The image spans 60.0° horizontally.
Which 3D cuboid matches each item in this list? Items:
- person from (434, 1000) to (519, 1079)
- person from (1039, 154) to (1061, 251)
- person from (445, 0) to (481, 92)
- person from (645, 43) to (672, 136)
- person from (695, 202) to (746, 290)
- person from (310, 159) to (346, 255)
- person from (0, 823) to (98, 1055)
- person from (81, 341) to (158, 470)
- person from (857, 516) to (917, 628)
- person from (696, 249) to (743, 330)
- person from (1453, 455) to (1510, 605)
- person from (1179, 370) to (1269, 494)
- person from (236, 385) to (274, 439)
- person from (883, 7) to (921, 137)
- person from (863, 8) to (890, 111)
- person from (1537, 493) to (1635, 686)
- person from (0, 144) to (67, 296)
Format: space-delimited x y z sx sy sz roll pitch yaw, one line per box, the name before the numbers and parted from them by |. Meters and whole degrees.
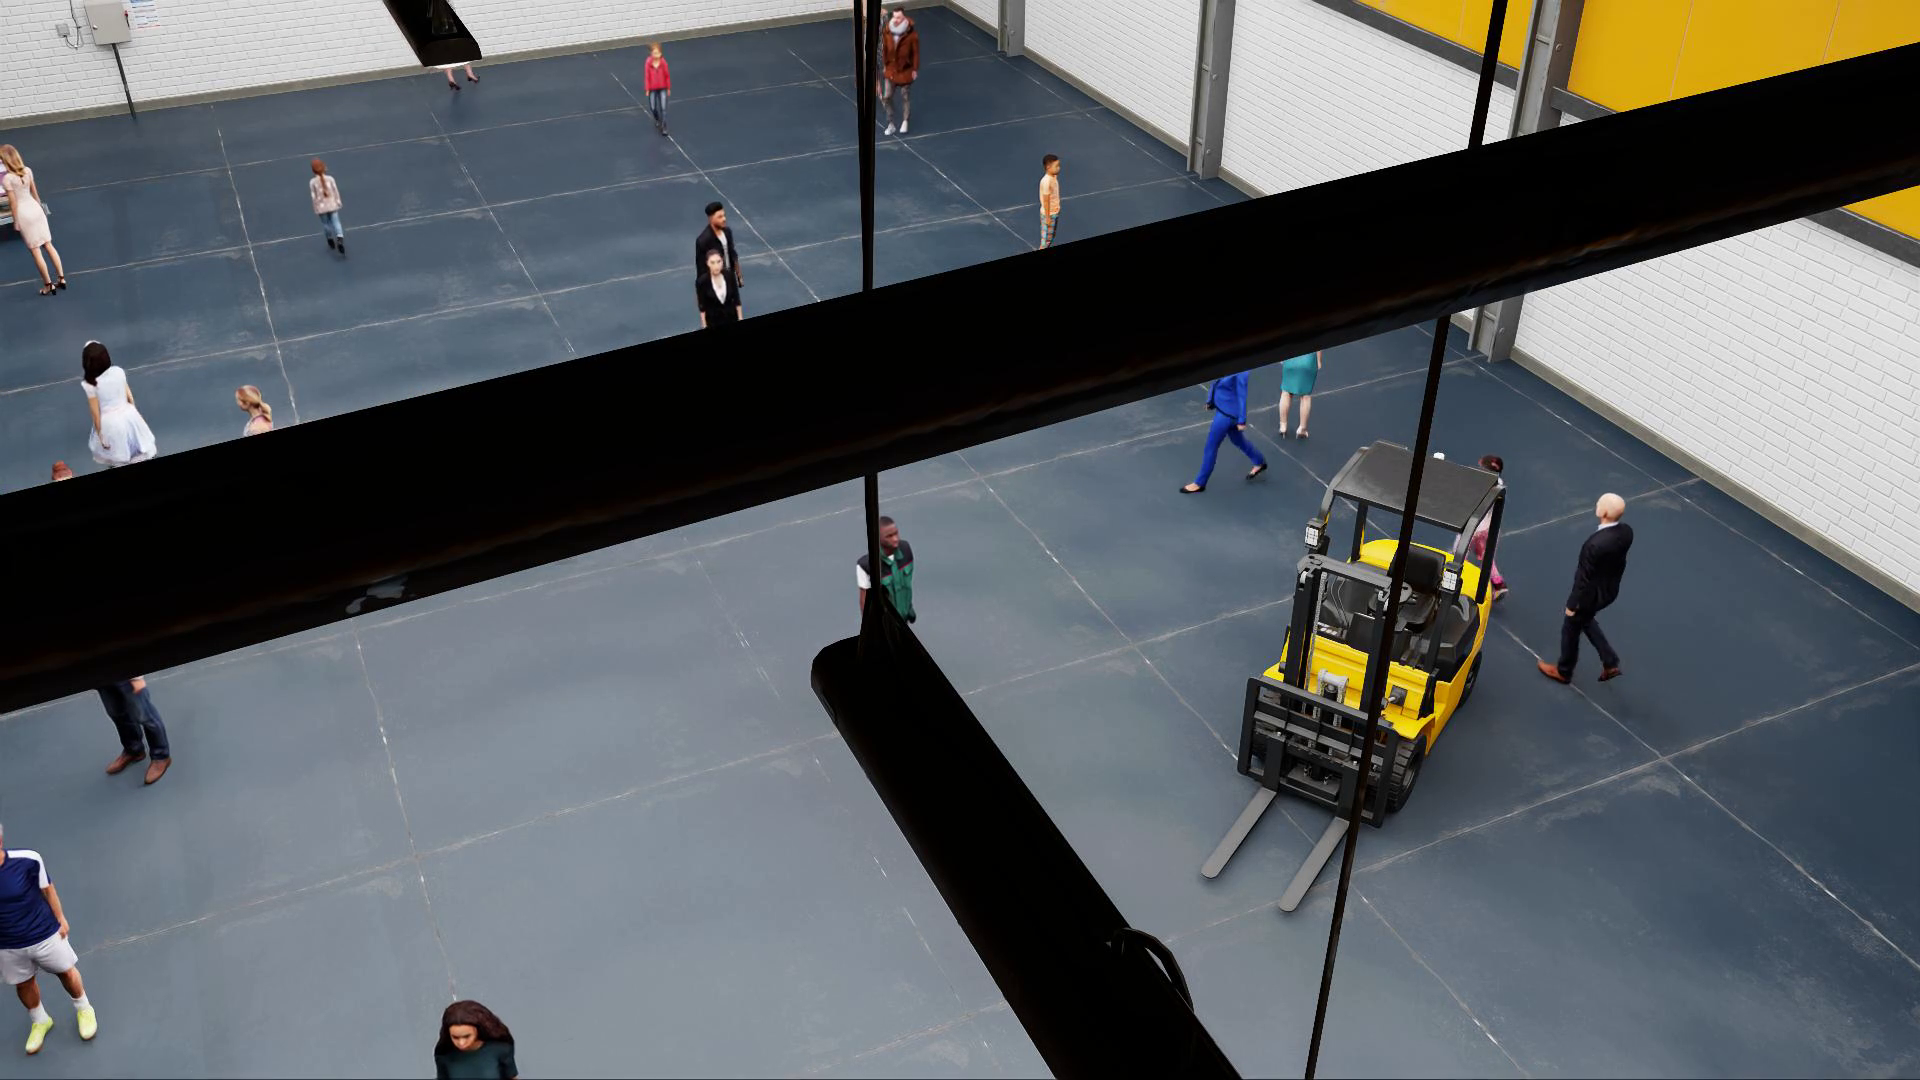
person | -2.641 3.141 9.256 0.659 1.616 0.667 -5 34 -8
person | 1.077 -3.947 20.060 0.661 1.461 0.579 7 34 11
person | -7.877 -7.728 25.510 0.902 1.725 0.954 14 36 20
person | -4.384 -6.556 24.124 0.621 1.308 0.758 -6 34 -9
person | -2.705 -2.849 18.102 0.936 1.799 0.886 17 37 24
person | -7.817 -4.114 20.562 0.509 1.182 0.791 -17 37 -23
person | -5.735 2.388 10.191 0.647 1.835 0.550 -12 35 -17
person | -7.640 -0.948 15.240 0.934 1.802 0.838 28 42 35
person | -0.571 0.600 12.877 0.736 1.839 0.766 29 43 36
person | -2.508 -2.299 17.419 0.628 1.640 0.979 -16 37 -23
person | 4.503 -0.089 14.285 0.645 1.428 0.962 -21 39 -28
person | 2.630 -1.218 15.773 0.839 1.661 1.143 -8 34 -12
person | -5.993 -0.596 14.741 0.975 1.767 1.104 0 34 0
person | -0.851 -6.799 24.021 0.922 1.825 0.982 7 34 11
person | -1.293 -7.342 24.884 0.588 1.775 1.069 -14 36 -19
person | 5.062 0.454 13.144 0.810 1.787 0.960 -25 41 -32
person | -10.844 -3.741 19.416 0.698 1.830 0.642 12 36 18
